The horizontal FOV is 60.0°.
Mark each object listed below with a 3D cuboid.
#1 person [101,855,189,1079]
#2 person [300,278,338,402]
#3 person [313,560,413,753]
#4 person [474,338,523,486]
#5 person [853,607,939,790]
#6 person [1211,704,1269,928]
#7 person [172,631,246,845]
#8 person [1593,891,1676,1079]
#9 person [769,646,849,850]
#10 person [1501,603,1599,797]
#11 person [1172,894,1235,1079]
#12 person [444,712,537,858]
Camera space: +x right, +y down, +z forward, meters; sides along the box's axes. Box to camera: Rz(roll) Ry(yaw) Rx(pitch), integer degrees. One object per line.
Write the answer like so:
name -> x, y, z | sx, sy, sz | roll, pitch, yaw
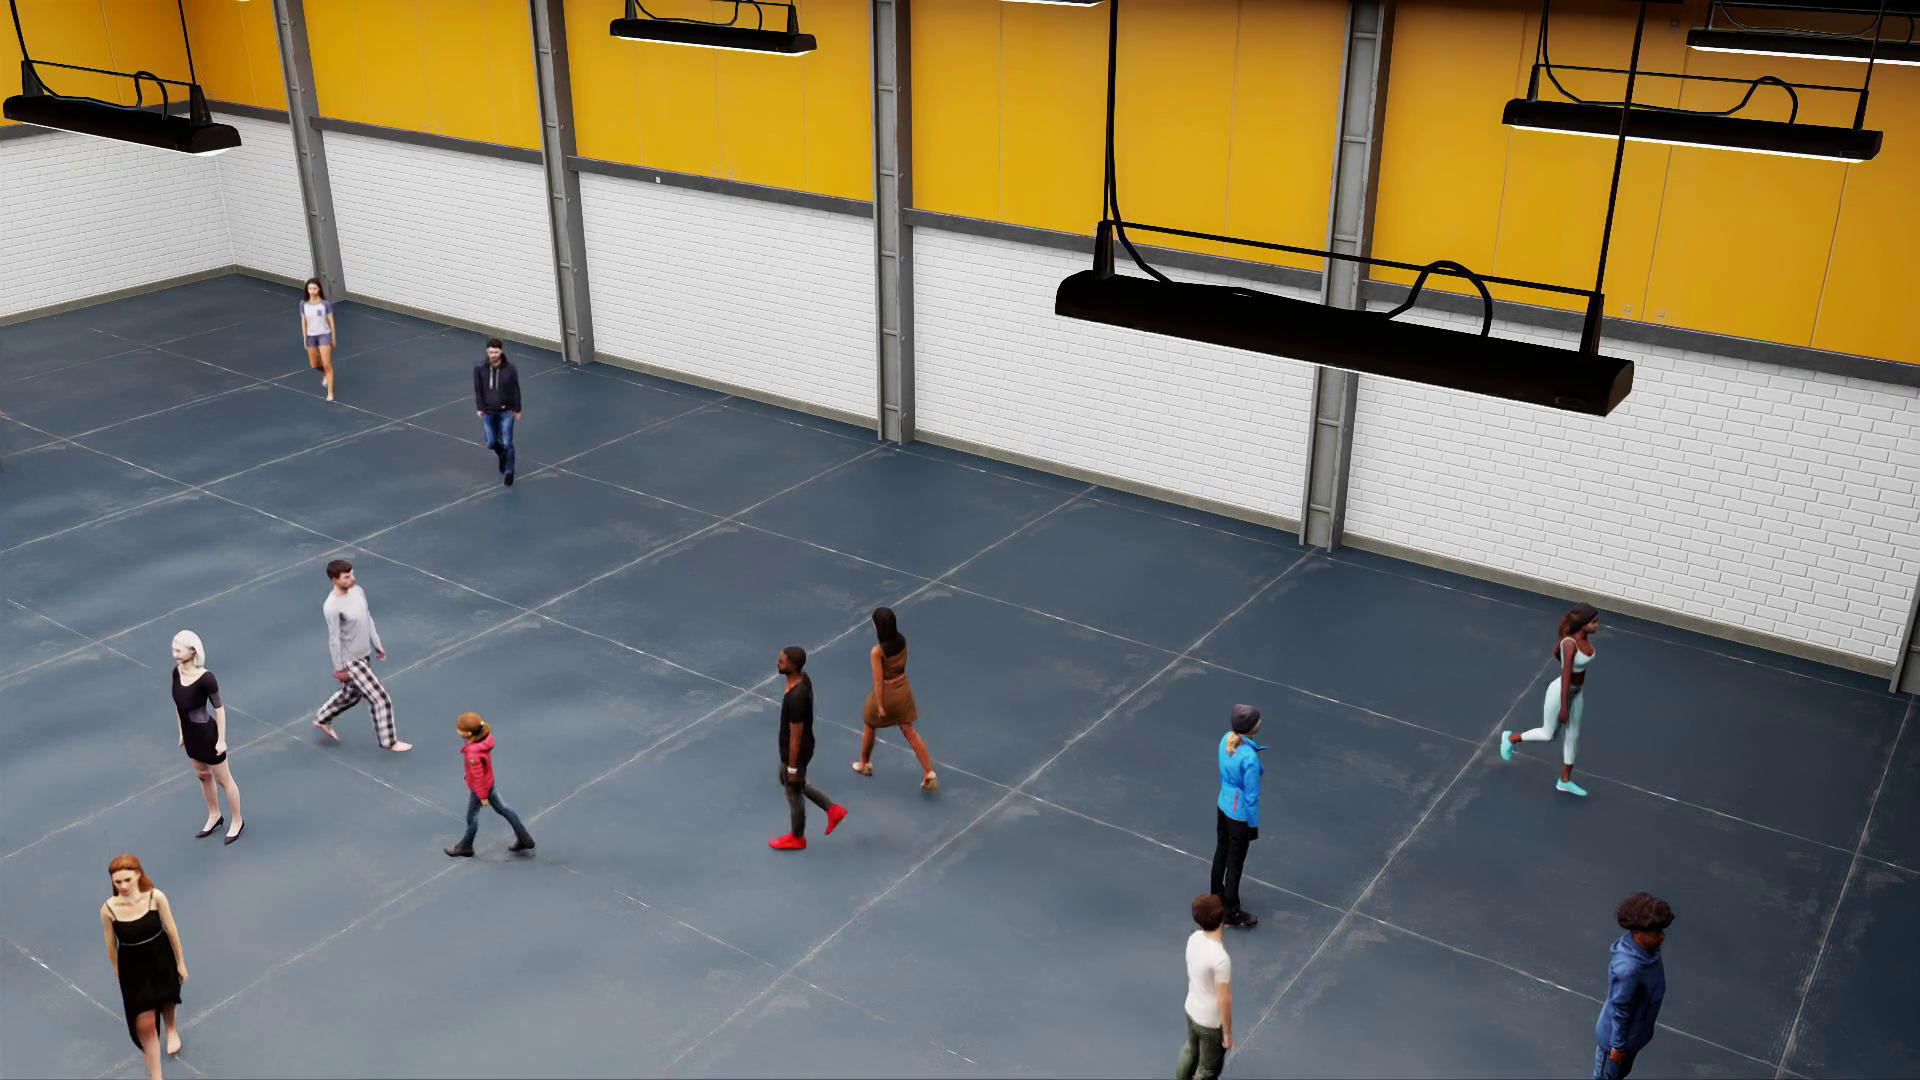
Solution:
person -> -5.235, 2.698, 10.749 | 0.852, 1.589, 1.101 | -13, 27, -27
person -> -8.924, -2.821, 23.215 | 0.865, 1.716, 0.912 | -3, 24, -6
person -> -5.313, 1.004, 14.357 | 1.247, 1.803, 0.984 | 3, 24, 7
person -> -5.591, -1.601, 20.243 | 0.942, 1.862, 0.999 | -3, 24, -6
person -> -0.499, 1.348, 13.760 | 1.100, 1.650, 0.640 | 19, 30, 37
person -> 2.004, 1.993, 12.104 | 0.749, 1.795, 0.660 | -7, 25, -16
person -> -5.948, 1.544, 13.087 | 0.517, 1.830, 0.692 | 9, 25, 20
person -> 3.997, 2.907, 9.993 | 0.583, 1.811, 0.686 | 18, 30, 36
person -> -1.181, 1.630, 12.935 | 1.011, 1.795, 0.923 | 0, 24, -1
person -> 4.954, 1.293, 13.812 | 0.714, 1.708, 1.057 | -21, 31, -39
person -> 1.518, 2.935, 10.151 | 0.799, 1.633, 0.711 | 0, 24, -1
person -> -3.632, 1.914, 12.922 | 0.991, 1.285, 0.831 | 1, 24, 2
